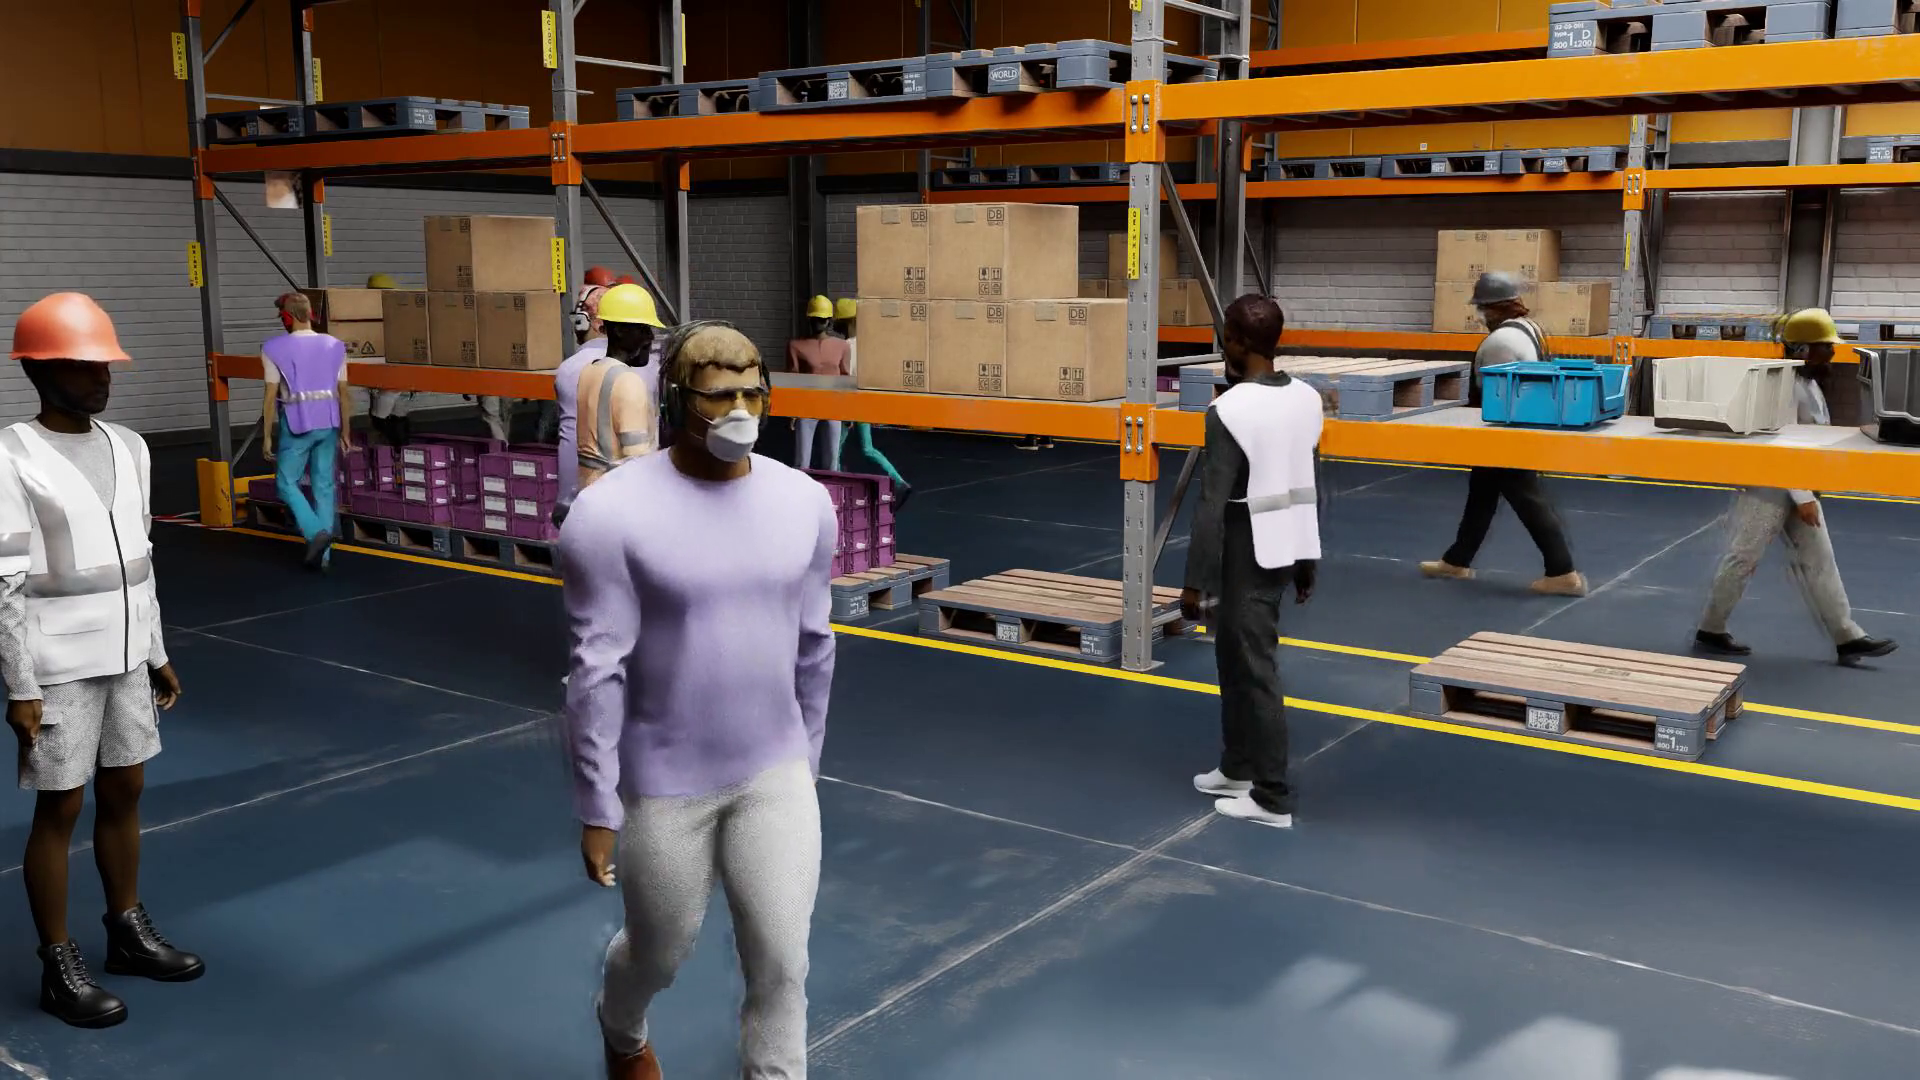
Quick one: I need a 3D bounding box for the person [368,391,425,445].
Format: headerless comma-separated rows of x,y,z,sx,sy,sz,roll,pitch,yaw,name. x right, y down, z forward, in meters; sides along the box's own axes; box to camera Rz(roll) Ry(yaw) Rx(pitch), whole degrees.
-5.781,-1.598,16.953,0.495,1.571,0.923,6,11,30,person

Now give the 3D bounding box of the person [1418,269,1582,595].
3.397,-0.702,10.218,1.021,2.000,0.690,5,11,28,person

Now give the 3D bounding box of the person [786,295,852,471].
-1.068,-0.980,12.701,0.526,1.765,0.329,-4,10,-21,person

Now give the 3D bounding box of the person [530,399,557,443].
-3.938,-1.446,16.098,0.971,1.546,0.512,4,10,24,person

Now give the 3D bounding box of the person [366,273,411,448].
-5.506,-1.602,16.009,0.595,1.901,0.457,5,11,26,person

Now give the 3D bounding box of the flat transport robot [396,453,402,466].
-5.156,-0.639,15.105,0.652,0.197,1.431,-3,10,-18,flat transport robot

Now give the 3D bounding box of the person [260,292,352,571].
-4.212,-0.688,10.774,0.499,1.821,0.600,9,13,41,person

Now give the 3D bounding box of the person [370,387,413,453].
-5.293,-1.432,15.618,0.428,1.679,0.550,3,10,19,person

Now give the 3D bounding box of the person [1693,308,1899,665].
4.200,-0.256,8.332,0.936,1.783,0.596,9,13,43,person

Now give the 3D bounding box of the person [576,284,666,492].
-1.448,-0.136,7.194,0.376,1.922,0.594,-6,11,-32,person

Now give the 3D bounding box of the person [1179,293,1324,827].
0.978,0.071,6.013,0.660,1.900,0.620,8,13,41,person

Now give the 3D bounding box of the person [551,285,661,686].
-1.695,-0.246,7.901,0.405,1.911,0.636,6,11,31,person

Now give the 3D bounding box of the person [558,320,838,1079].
-0.557,0.483,3.576,0.636,1.915,0.904,-6,11,-30,person

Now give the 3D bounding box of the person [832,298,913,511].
-0.810,-1.070,13.320,0.809,1.734,0.525,4,10,20,person

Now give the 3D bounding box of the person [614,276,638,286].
-3.164,-1.471,15.229,0.567,1.892,0.925,3,10,19,person

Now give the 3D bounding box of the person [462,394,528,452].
-4.313,-1.469,15.533,0.585,1.801,0.848,-7,12,-35,person

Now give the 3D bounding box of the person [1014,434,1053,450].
0.803,-1.948,17.867,0.608,1.963,0.371,-9,13,-43,person

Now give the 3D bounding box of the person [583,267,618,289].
-2.753,-1.122,12.910,0.431,1.972,0.624,5,11,26,person

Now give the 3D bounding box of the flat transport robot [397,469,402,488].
-4.572,-0.491,14.223,1.431,0.197,0.652,-3,10,-19,flat transport robot

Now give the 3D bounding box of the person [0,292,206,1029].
-2.339,0.313,4.474,0.351,1.941,0.545,3,10,17,person
